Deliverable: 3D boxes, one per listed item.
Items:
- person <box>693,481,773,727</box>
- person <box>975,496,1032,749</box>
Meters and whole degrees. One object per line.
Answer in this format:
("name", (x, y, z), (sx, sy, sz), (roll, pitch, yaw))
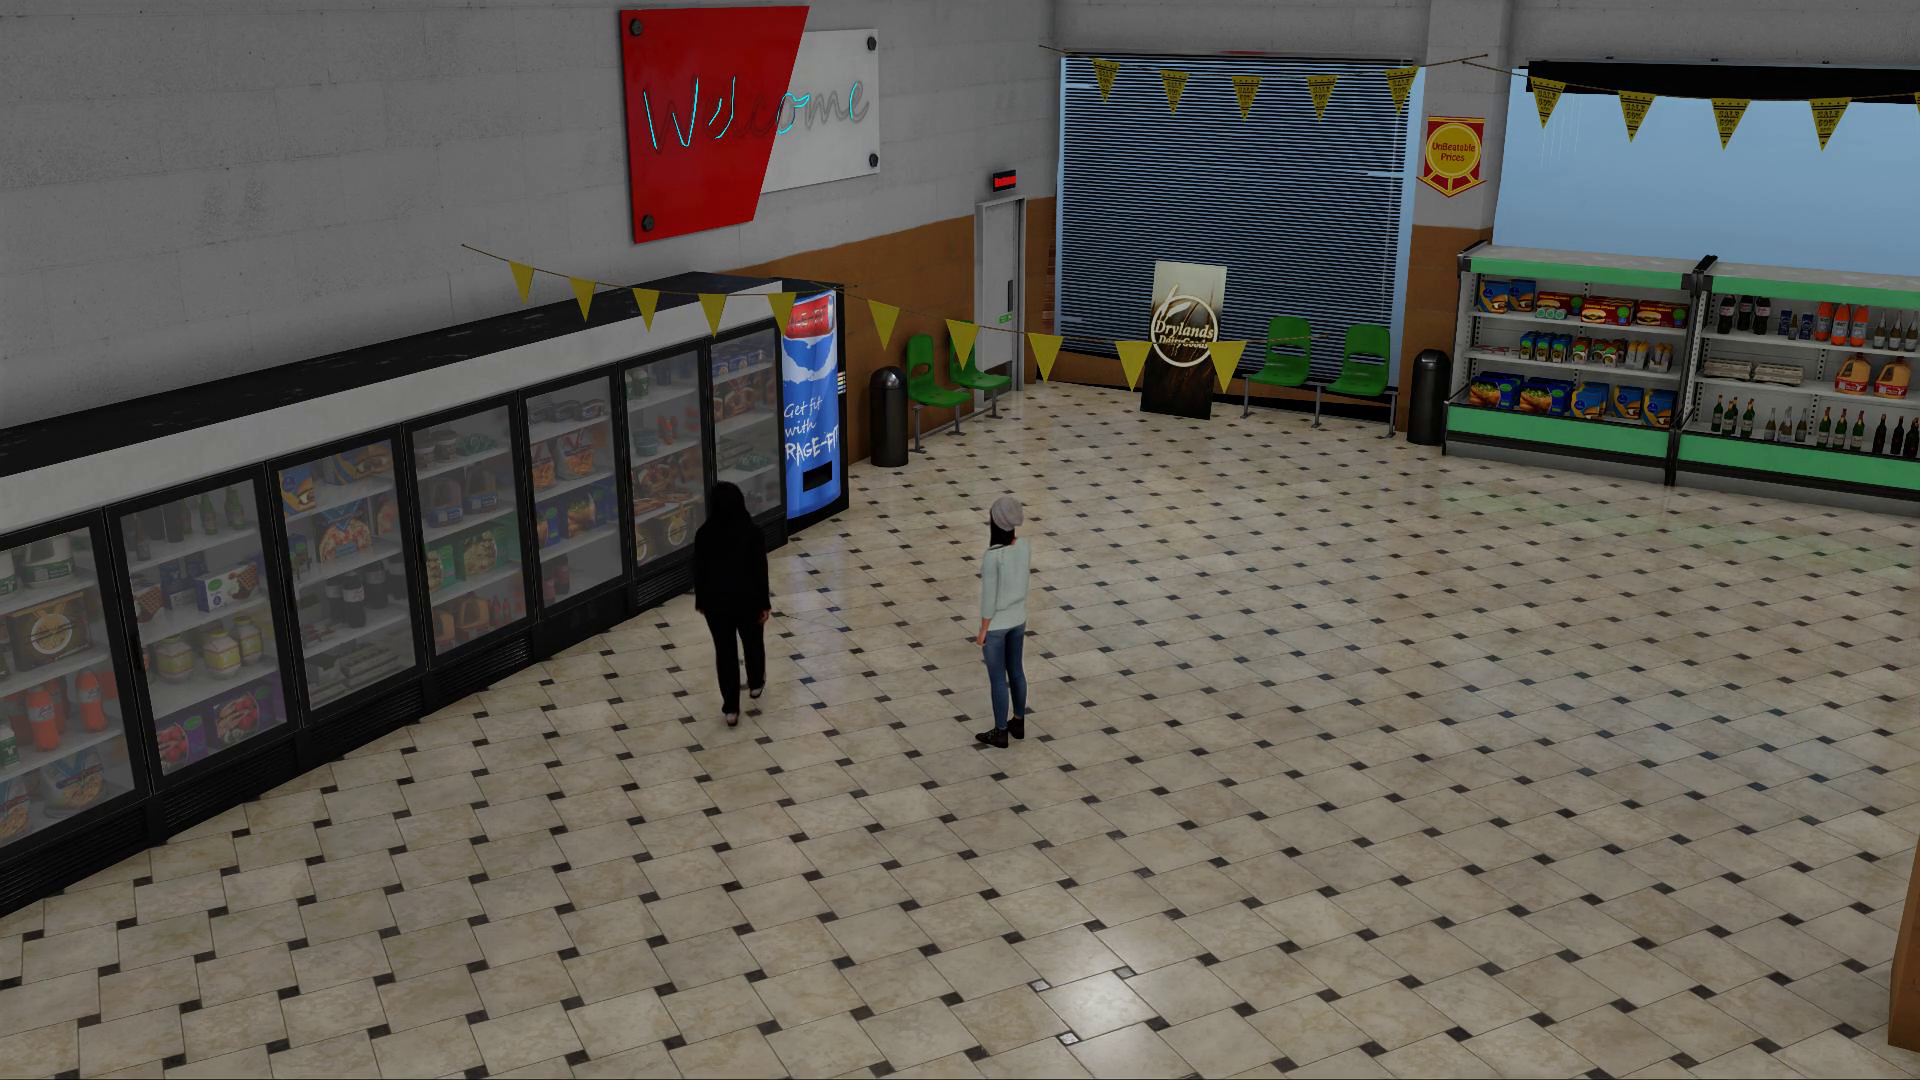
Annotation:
("person", (-1.482, 0.439, 10.790), (1.004, 1.588, 1.002), (0, 19, 0))
("person", (0.274, 0.506, 10.503), (0.563, 1.645, 0.618), (17, 25, 40))
